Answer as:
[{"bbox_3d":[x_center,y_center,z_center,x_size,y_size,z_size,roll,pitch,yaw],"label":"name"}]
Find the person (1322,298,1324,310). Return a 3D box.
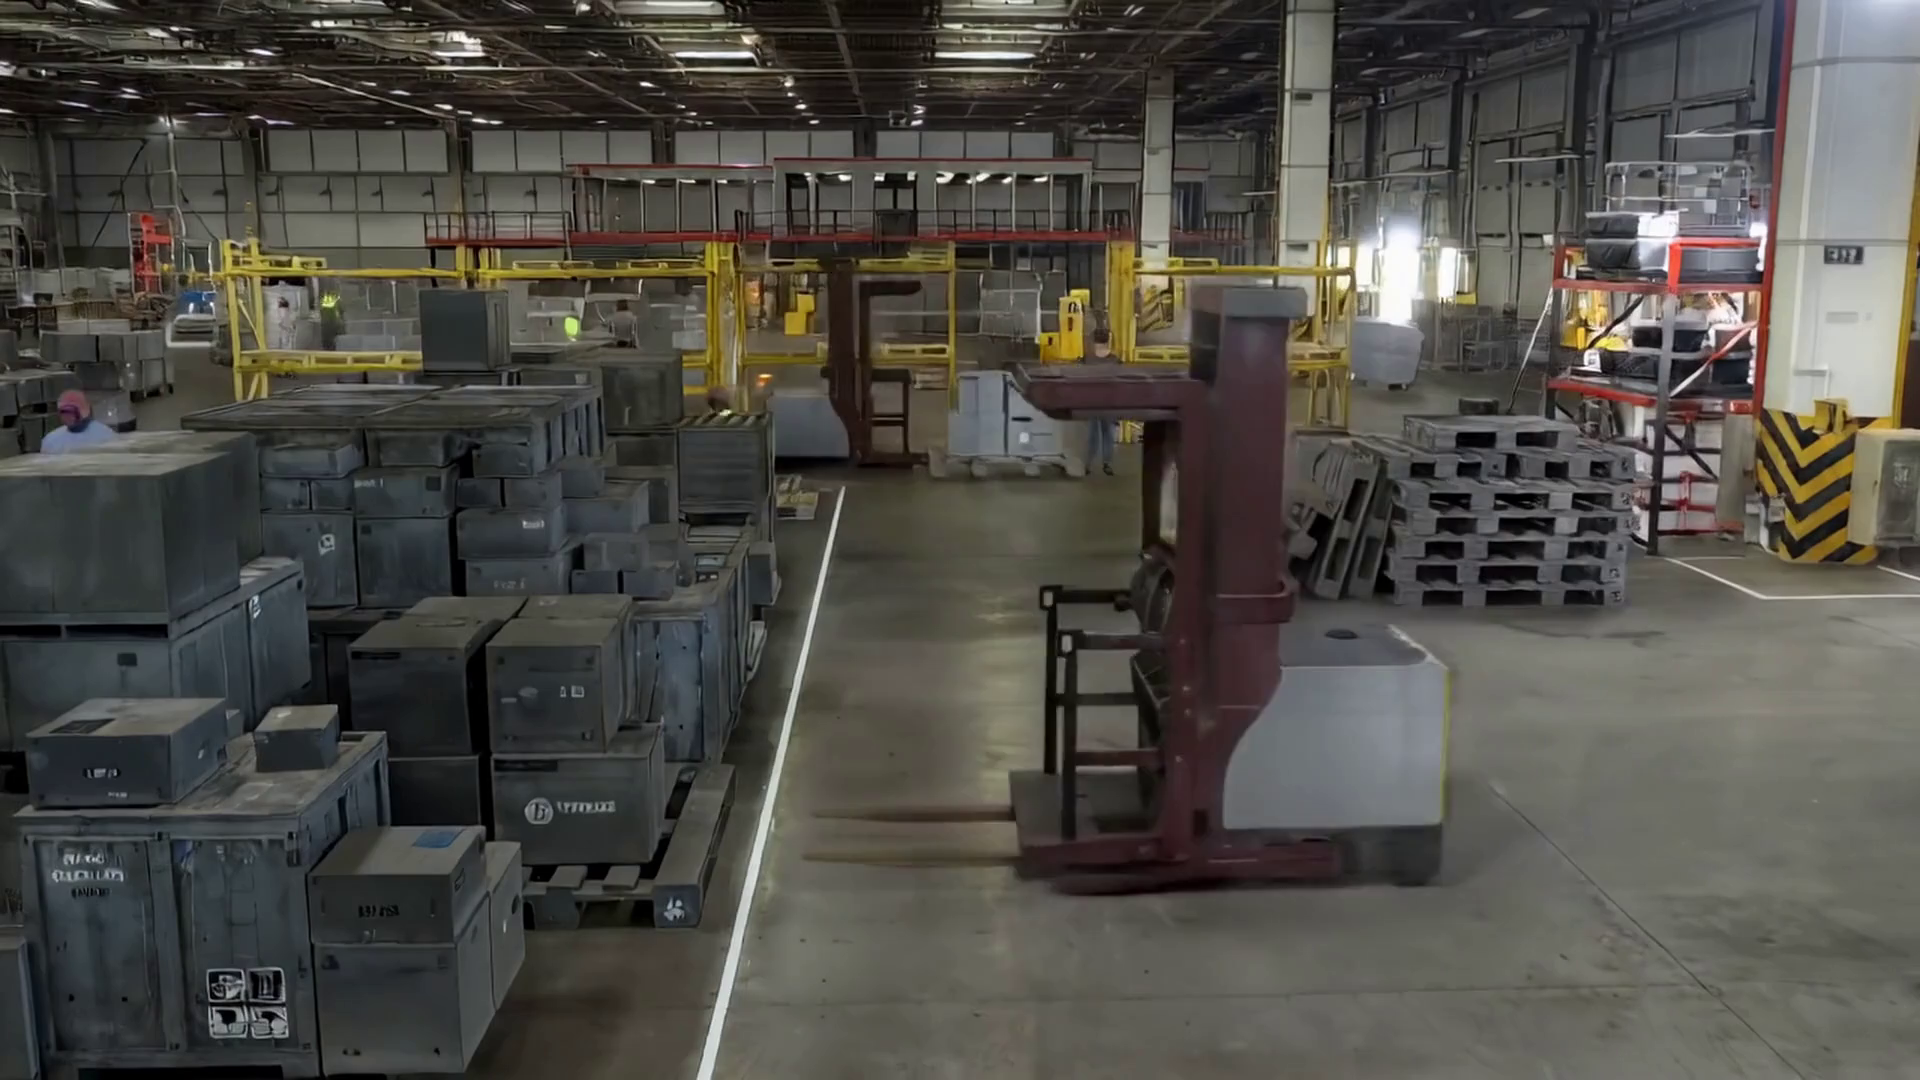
[{"bbox_3d":[9.186,-5.695,43.303,0.614,1.947,0.389,1,10,6],"label":"person"}]

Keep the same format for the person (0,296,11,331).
[{"bbox_3d":[-22.859,-4.943,39.626,0.522,1.769,0.312,1,10,3],"label":"person"}]

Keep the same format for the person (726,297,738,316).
[{"bbox_3d":[-4.866,-4.369,36.149,0.310,1.865,0.535,6,12,29],"label":"person"}]

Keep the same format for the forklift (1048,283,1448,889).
[{"bbox_3d":[1.333,0.165,8.059,1.873,2.768,1.129,0,10,-2],"label":"forklift"}]

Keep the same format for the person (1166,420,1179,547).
[{"bbox_3d":[1.472,0.090,11.292,0.351,1.878,0.568,0,10,0],"label":"person"}]

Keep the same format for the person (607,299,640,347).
[{"bbox_3d":[-6.693,-3.835,33.097,0.644,1.886,0.982,-2,10,-12],"label":"person"}]

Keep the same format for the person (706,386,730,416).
[{"bbox_3d":[-2.322,-0.722,16.501,0.427,1.625,0.519,-1,10,-4],"label":"person"}]

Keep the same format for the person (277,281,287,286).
[{"bbox_3d":[-18.881,-6.309,46.756,0.594,1.947,1.015,4,11,22],"label":"person"}]

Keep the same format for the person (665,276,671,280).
[{"bbox_3d":[-9.704,-7.843,55.444,0.582,1.886,0.801,9,14,41],"label":"person"}]

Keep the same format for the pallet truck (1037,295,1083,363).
[{"bbox_3d":[2.483,-3.881,33.060,1.885,1.965,0.823,-7,13,-36],"label":"pallet truck"}]

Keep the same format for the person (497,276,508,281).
[{"bbox_3d":[-20.140,-11.026,73.188,0.574,1.881,0.358,-5,11,-25],"label":"person"}]

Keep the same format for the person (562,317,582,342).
[{"bbox_3d":[-6.172,-2.636,26.551,0.331,1.844,0.520,5,11,26],"label":"person"}]

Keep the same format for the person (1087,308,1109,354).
[{"bbox_3d":[2.817,-4.025,34.788,0.806,1.665,0.529,8,13,36],"label":"person"}]

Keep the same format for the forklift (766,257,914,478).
[{"bbox_3d":[-1.544,-2.234,21.425,1.873,2.768,1.129,0,10,-2],"label":"forklift"}]

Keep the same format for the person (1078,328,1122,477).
[{"bbox_3d":[1.809,-1.776,21.525,0.587,1.928,0.362,-1,10,-7],"label":"person"}]

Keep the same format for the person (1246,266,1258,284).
[{"bbox_3d":[12.962,-11.176,73.749,0.629,1.976,0.559,0,10,-1],"label":"person"}]

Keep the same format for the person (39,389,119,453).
[{"bbox_3d":[-6.730,-0.182,12.677,0.666,1.912,0.791,1,10,4],"label":"person"}]

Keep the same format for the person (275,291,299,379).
[{"bbox_3d":[-14.971,-4.544,36.927,0.551,1.933,0.373,4,11,23],"label":"person"}]

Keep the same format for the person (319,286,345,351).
[{"bbox_3d":[-15.146,-5.192,40.243,0.682,2.000,1.039,2,10,13],"label":"person"}]

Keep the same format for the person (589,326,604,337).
[{"bbox_3d":[-4.919,-1.932,22.466,0.590,1.910,0.406,5,11,26],"label":"person"}]
